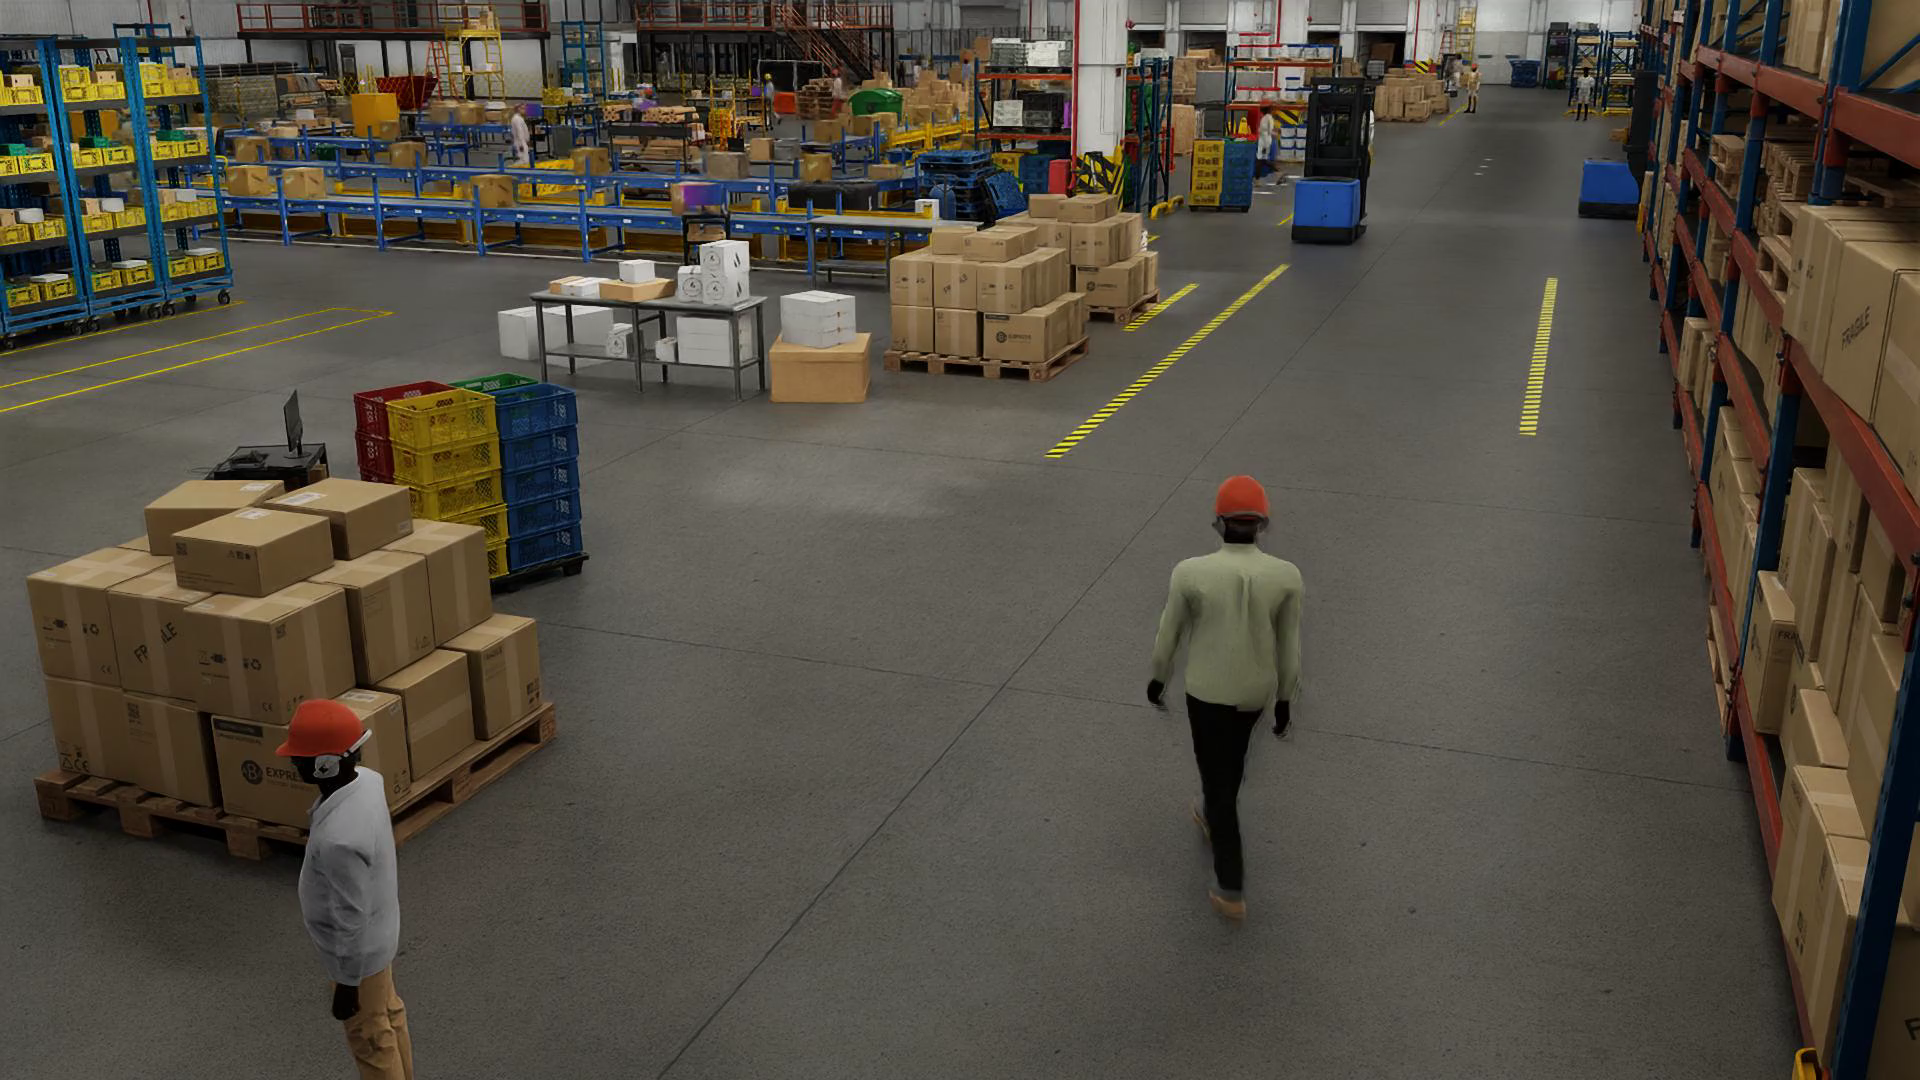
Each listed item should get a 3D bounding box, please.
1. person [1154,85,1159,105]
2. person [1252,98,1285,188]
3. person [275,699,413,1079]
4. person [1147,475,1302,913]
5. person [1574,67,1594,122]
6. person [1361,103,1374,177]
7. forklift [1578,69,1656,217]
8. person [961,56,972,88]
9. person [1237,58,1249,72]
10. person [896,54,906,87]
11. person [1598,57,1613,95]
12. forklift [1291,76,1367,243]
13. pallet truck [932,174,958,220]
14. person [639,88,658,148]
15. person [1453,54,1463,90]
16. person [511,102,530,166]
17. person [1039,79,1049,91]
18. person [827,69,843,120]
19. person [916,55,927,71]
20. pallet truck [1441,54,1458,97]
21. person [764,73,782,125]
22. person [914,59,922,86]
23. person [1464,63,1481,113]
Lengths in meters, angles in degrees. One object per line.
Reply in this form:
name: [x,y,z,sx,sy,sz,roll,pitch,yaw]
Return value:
person: [6.812,-15.048,57.525,0.846,1.594,0.499,5,18,15]
person: [7.034,-9.084,38.088,0.764,2.028,0.619,8,19,23]
person: [-2.087,1.361,5.706,0.329,1.750,0.573,-4,18,-12]
person: [1.217,0.658,7.621,0.622,1.948,1.018,-3,18,-9]
person: [22.954,-16.393,61.153,0.612,1.960,0.362,11,21,31]
person: [9.900,-9.837,40.591,0.370,1.939,0.543,0,18,1]
forklift: [13.219,-7.740,32.475,1.873,2.768,1.129,6,19,18]
person: [0.296,-21.525,77.338,0.583,1.922,0.451,16,23,40]
person: [12.615,-20.793,74.850,0.688,2.000,0.536,13,22,34]
person: [-2.928,-23.190,82.701,0.508,1.846,0.345,-4,18,-12]
person: [31.142,-22.320,79.887,0.848,1.889,0.609,3,18,10]
forklift: [6.598,-6.755,29.381,1.129,2.768,1.873,6,19,19]
pallet truck: [-0.507,-5.292,27.348,0.653,1.274,1.630,6,19,19]
person: [-8.520,-11.450,45.748,0.567,1.881,0.979,3,18,9]
person: [25.739,-24.233,86.061,0.639,1.801,0.944,-12,21,-33]
person: [-10.286,-9.235,38.775,0.638,1.888,0.645,-4,18,-12]
person: [3.255,-17.435,64.854,0.488,1.700,0.899,14,22,37]
person: [-4.424,-15.675,58.929,1.036,1.935,0.656,-5,18,-14]
person: [-1.923,-23.655,84.171,0.580,1.853,0.900,3,18,10]
pallet truck: [22.765,-21.886,78.355,0.823,1.965,1.885,-4,18,-14]
person: [-6.719,-15.645,59.058,0.779,1.810,0.599,3,18,9]
person: [-1.942,-20.536,74.331,0.764,1.866,0.576,-13,22,-35]
person: [20.420,-17.998,66.230,0.354,1.942,0.545,-13,22,-35]
